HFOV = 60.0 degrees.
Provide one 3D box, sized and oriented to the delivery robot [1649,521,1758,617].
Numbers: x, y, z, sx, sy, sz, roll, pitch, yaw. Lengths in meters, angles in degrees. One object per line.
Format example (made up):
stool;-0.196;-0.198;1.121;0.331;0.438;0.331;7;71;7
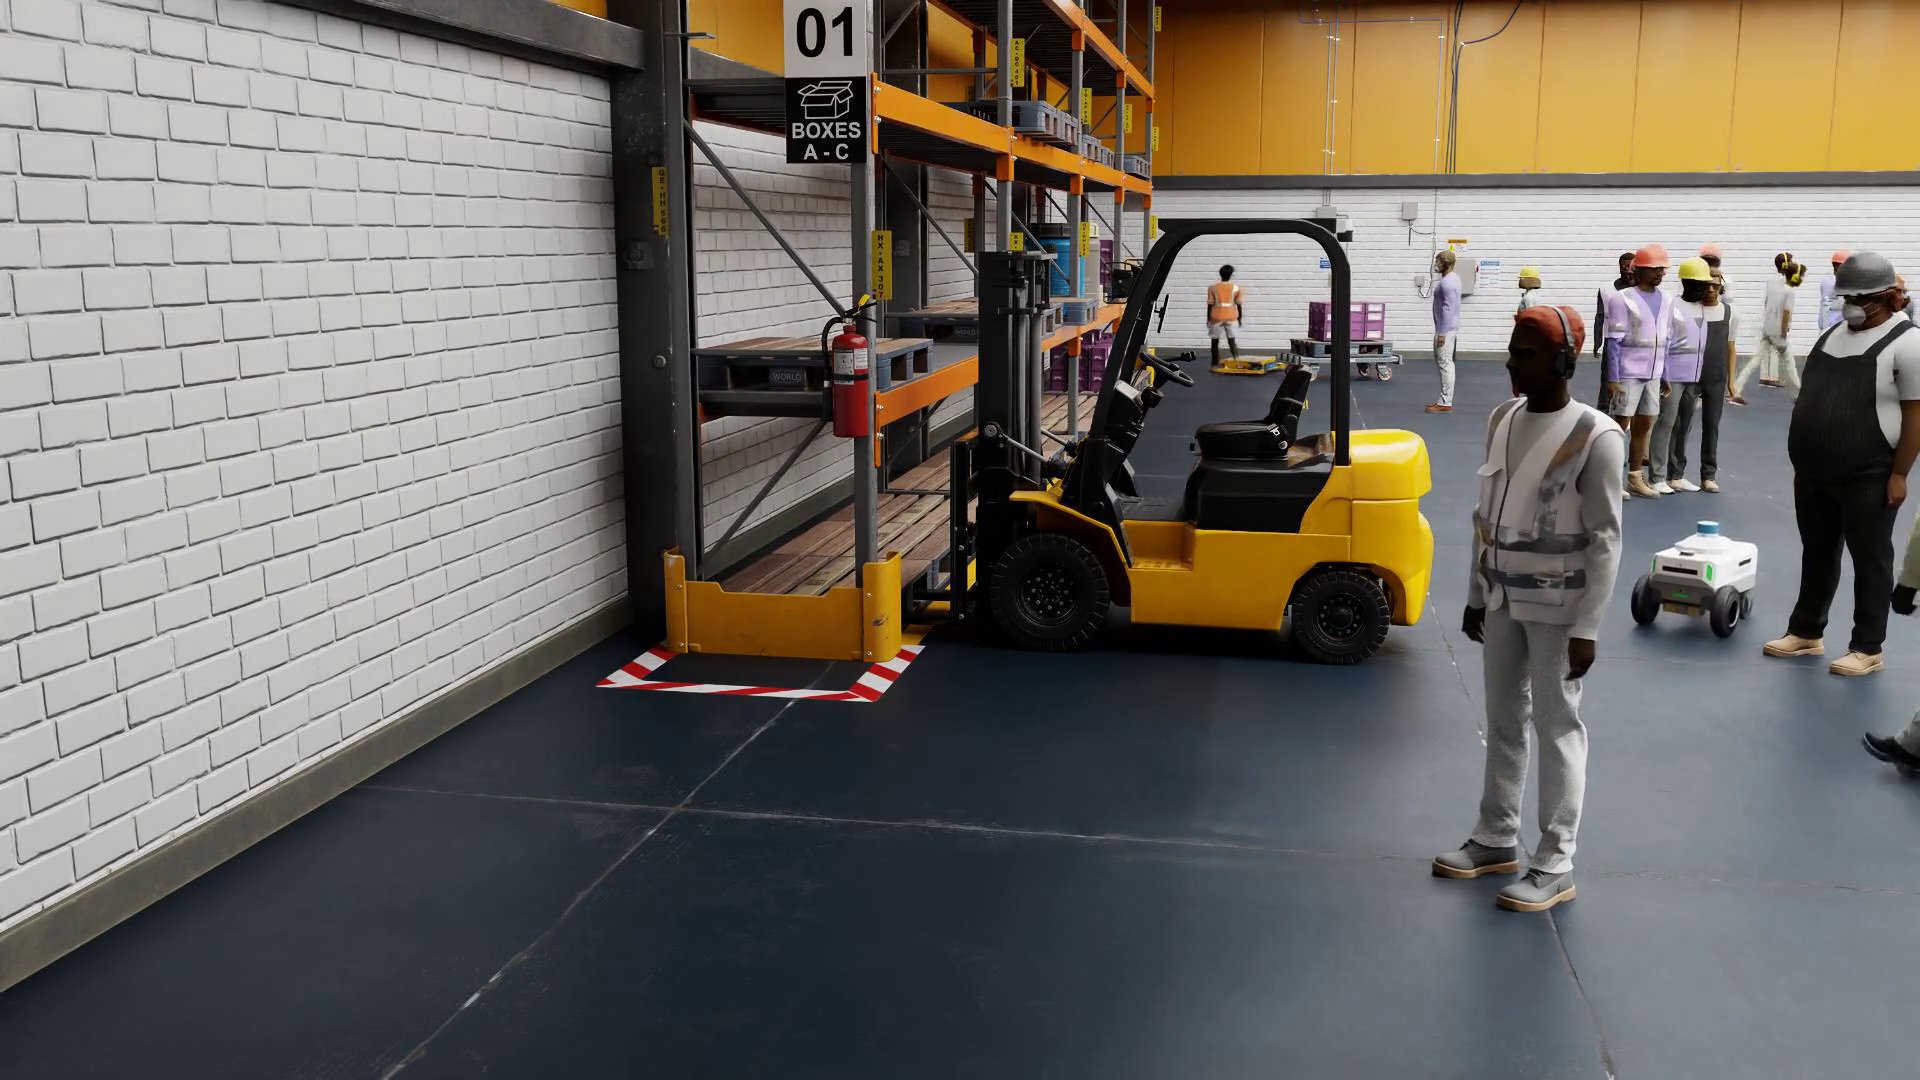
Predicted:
delivery robot;4.020;0.143;8.978;0.477;0.478;0.707;10;14;43

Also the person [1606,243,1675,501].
person;5.420;-1.327;13.216;0.615;2.040;0.391;-4;11;-21

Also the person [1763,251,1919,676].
person;4.267;-0.377;8.015;0.537;2.000;0.678;-4;11;-20

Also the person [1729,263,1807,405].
person;10.110;-2.523;20.560;1.129;1.761;0.536;-1;10;-3

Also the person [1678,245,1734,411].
person;9.026;-2.564;20.167;0.628;2.004;0.737;2;11;12

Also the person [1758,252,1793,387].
person;11.445;-3.074;23.263;0.327;1.874;0.517;0;10;-3

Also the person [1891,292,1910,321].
person;9.114;-1.702;16.389;0.286;1.633;0.500;-1;10;-6

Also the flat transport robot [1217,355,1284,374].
flat transport robot;4.496;-2.708;25.644;0.652;0.197;1.431;5;12;26

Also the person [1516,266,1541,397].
person;6.830;-2.430;20.081;0.307;1.743;0.494;5;11;25

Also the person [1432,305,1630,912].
person;1.792;0.213;5.209;0.356;1.883;0.573;-4;11;-21

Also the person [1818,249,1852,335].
person;11.171;-2.736;21.237;0.550;1.933;0.375;-9;14;-42

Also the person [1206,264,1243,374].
person;4.053;-3.374;25.454;0.536;1.676;0.608;0;10;-2

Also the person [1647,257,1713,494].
person;5.916;-1.337;13.585;0.594;1.924;0.384;-5;12;-27

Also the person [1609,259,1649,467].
person;6.176;-1.632;15.177;0.545;1.938;0.362;-3;11;-14

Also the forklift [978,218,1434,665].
forklift;1.285;-0.567;8.635;2.313;2.155;1.214;2;11;11

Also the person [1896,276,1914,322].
person;12.011;-2.604;21.467;0.512;1.579;0.878;1;10;7

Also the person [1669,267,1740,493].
person;6.089;-1.305;13.635;0.519;1.844;0.331;2;11;11

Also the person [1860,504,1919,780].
person;3.668;0.084;6.133;0.626;1.796;0.847;-5;11;-24

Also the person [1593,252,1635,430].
person;7.206;-2.157;18.099;0.592;1.922;0.392;5;11;25

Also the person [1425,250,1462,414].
person;5.756;-2.470;19.768;0.358;1.937;0.636;4;11;19
